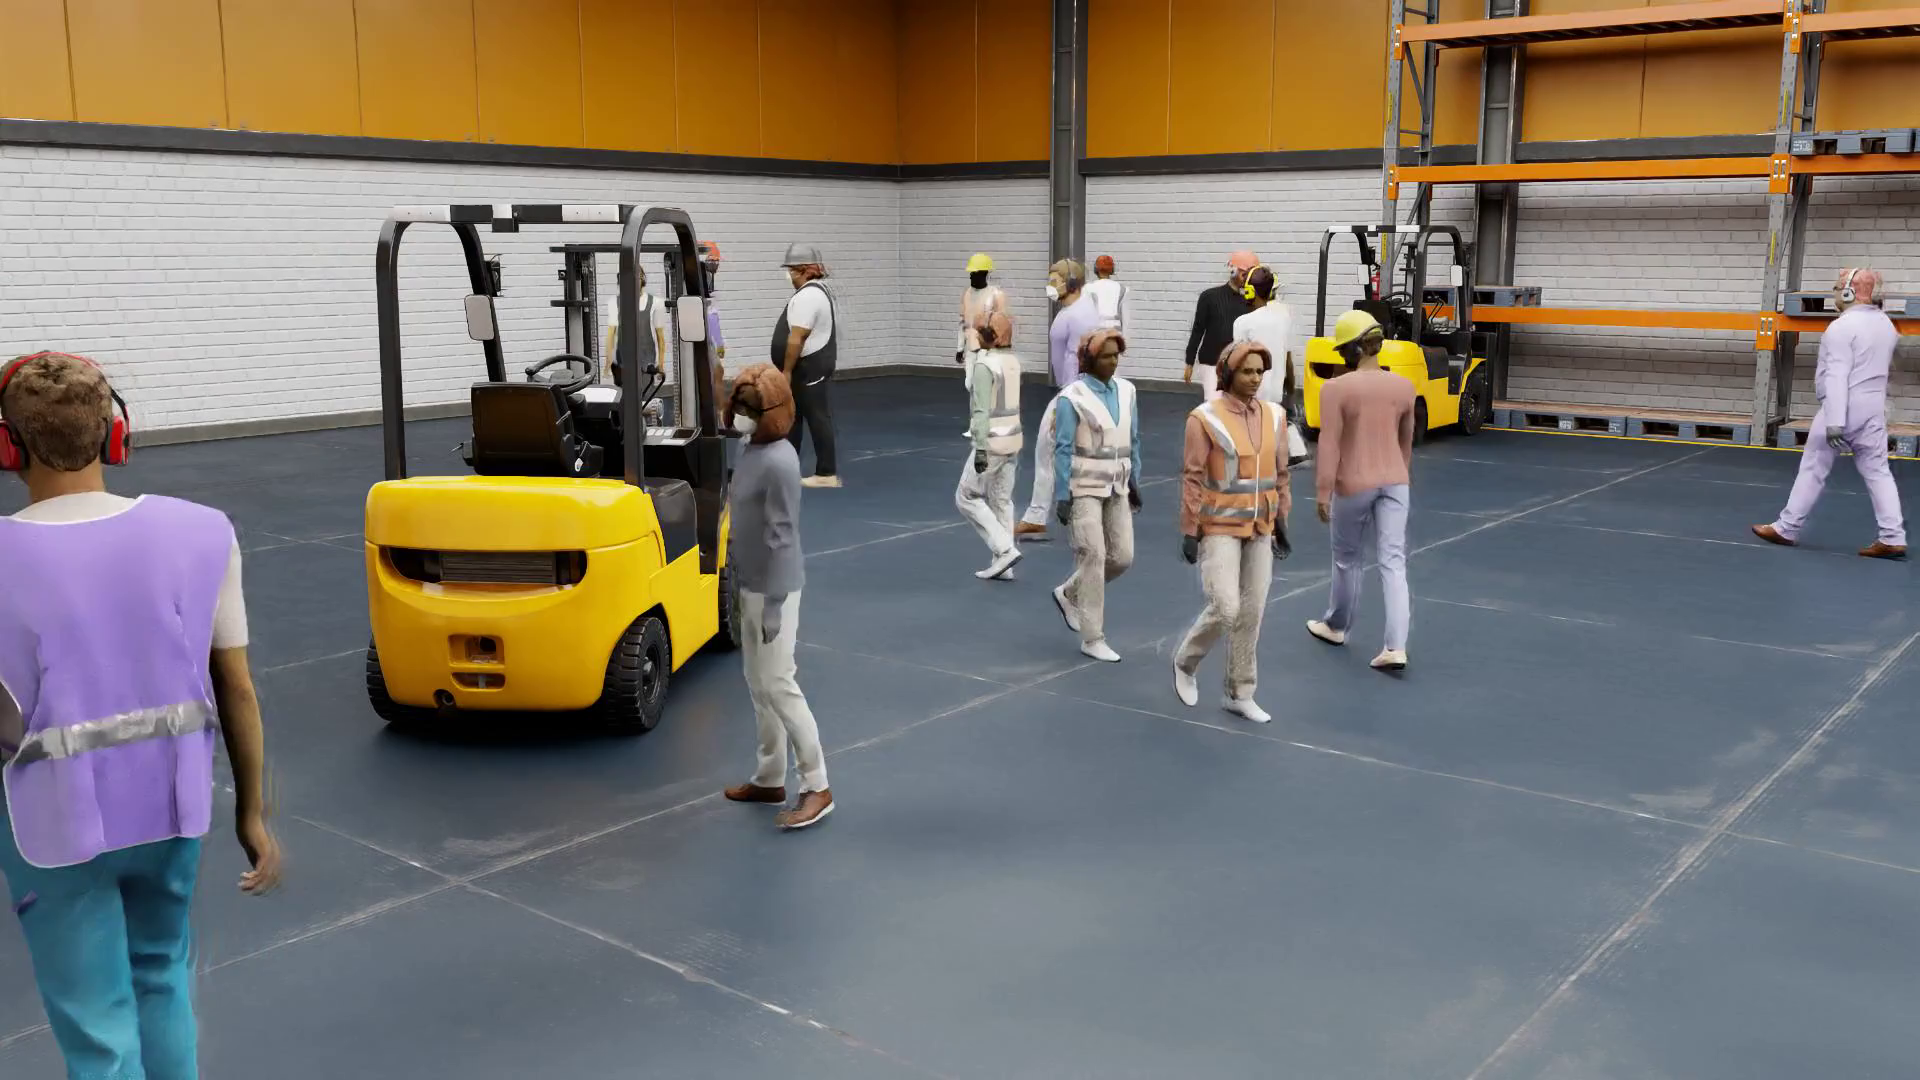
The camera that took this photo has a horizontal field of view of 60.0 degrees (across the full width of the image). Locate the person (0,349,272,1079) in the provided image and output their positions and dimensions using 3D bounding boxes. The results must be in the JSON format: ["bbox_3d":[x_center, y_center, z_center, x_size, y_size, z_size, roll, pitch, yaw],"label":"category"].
[{"bbox_3d":[-1.695,0.551,3.217,0.642,1.826,0.596,9,14,42],"label":"person"}]

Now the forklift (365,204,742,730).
[{"bbox_3d":[-1.766,-0.406,7.525,1.214,2.155,2.313,1,10,7],"label":"forklift"}]

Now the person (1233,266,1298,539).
[{"bbox_3d":[2.006,-0.943,11.426,0.525,1.850,0.629,-7,12,-35],"label":"person"}]

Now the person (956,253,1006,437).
[{"bbox_3d":[0.273,-2.036,17.362,0.676,1.906,0.596,-9,14,-41],"label":"person"}]

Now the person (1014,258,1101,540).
[{"bbox_3d":[0.659,-0.907,11.076,0.895,1.900,0.648,-2,10,-13],"label":"person"}]

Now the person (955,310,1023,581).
[{"bbox_3d":[0.189,-0.545,9.861,0.377,1.623,0.535,5,11,26],"label":"person"}]

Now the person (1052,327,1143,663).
[{"bbox_3d":[0.629,-0.234,8.150,0.528,1.620,0.499,-9,14,-42],"label":"person"}]

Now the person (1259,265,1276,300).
[{"bbox_3d":[3.476,-2.312,19.333,0.492,1.742,0.320,10,14,43],"label":"person"}]

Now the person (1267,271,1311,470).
[{"bbox_3d":[2.761,-1.524,14.882,0.956,1.784,0.604,6,12,30],"label":"person"}]

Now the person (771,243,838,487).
[{"bbox_3d":[-1.382,-1.446,13.710,0.811,2.000,0.687,0,10,0],"label":"person"}]

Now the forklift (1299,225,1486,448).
[{"bbox_3d":[4.449,-2.115,16.993,1.214,2.155,2.313,8,13,38],"label":"forklift"}]

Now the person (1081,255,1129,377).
[{"bbox_3d":[1.582,-2.235,18.548,0.616,1.866,0.549,-3,11,-16],"label":"person"}]

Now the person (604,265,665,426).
[{"bbox_3d":[-2.999,-1.623,15.293,0.514,1.818,0.705,0,10,1],"label":"person"}]

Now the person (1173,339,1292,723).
[{"bbox_3d":[1.168,-0.032,7.030,0.519,1.629,0.386,-6,12,-31],"label":"person"}]

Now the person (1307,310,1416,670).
[{"bbox_3d":[1.946,-0.246,8.011,0.537,1.699,0.904,-2,10,-11],"label":"person"}]

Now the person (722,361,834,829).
[{"bbox_3d":[-0.650,0.187,5.831,0.353,1.623,0.571,-4,11,-19],"label":"person"}]

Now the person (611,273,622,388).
[{"bbox_3d":[-3.947,-2.347,19.688,0.622,1.674,0.546,6,12,31],"label":"person"}]

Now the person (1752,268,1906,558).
[{"bbox_3d":[5.744,-0.825,10.785,0.669,1.857,1.017,-6,12,-28],"label":"person"}]

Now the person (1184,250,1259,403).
[{"bbox_3d":[2.285,-1.475,14.158,0.669,1.940,0.856,-2,11,-13],"label":"person"}]

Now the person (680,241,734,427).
[{"bbox_3d":[-2.606,-2.153,17.691,0.893,2.006,0.641,-4,11,-20],"label":"person"}]
